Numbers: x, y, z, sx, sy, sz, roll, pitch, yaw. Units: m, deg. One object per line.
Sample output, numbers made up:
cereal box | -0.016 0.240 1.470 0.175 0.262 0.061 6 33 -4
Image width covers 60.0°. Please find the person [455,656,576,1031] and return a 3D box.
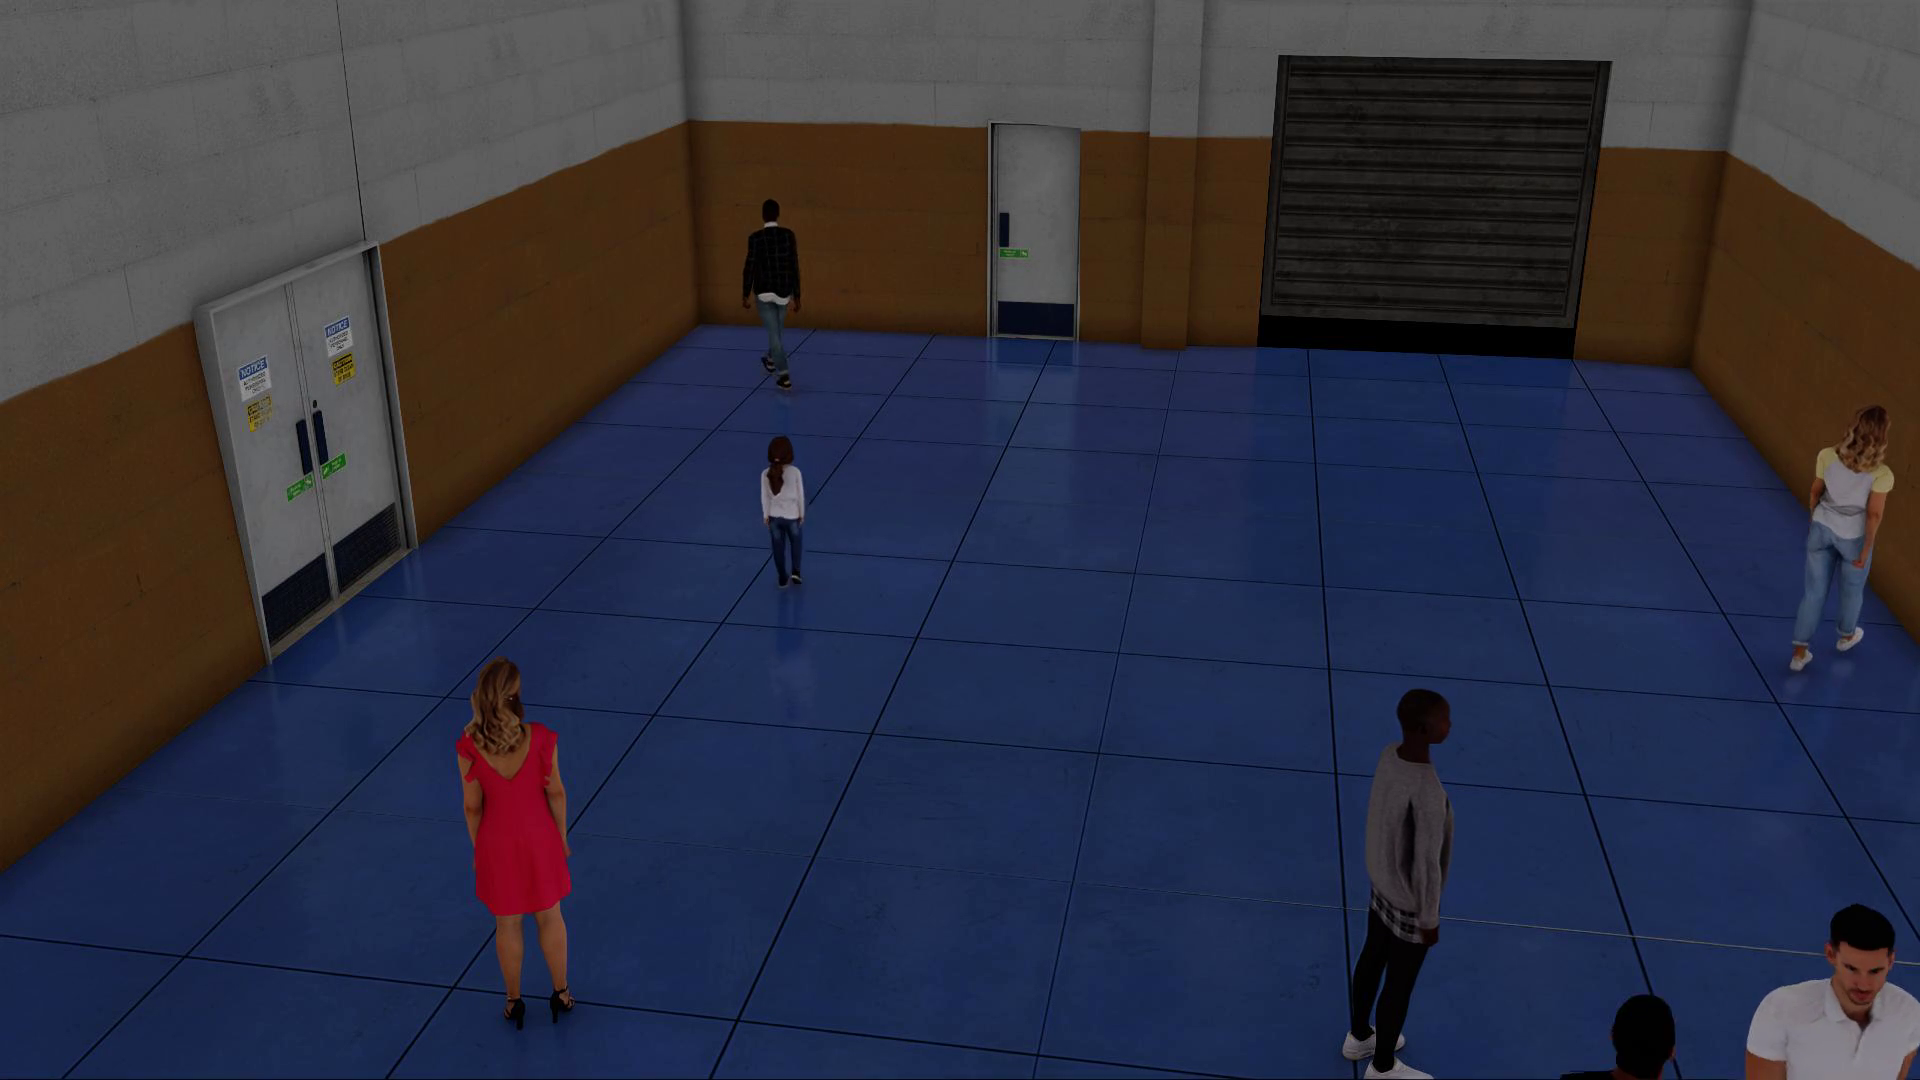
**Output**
person | -1.869 1.287 7.032 0.596 1.728 0.708 -5 22 -12

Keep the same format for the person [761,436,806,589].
person | -1.221 -0.177 11.509 0.533 1.106 0.575 -3 22 -6

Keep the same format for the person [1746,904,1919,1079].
person | 2.705 1.910 5.349 0.941 1.827 0.719 3 22 7

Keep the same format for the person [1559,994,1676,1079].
person | 1.901 2.151 4.871 1.079 1.735 0.995 15 26 33

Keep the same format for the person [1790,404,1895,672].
person | 5.360 0.018 10.229 1.043 1.684 1.056 -19 29 -39

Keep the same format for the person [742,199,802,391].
person | -1.763 -2.303 15.908 1.232 1.772 1.196 -10 24 -24

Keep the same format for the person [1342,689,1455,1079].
person | 1.770 1.397 6.701 0.642 1.771 0.681 -4 22 -10
